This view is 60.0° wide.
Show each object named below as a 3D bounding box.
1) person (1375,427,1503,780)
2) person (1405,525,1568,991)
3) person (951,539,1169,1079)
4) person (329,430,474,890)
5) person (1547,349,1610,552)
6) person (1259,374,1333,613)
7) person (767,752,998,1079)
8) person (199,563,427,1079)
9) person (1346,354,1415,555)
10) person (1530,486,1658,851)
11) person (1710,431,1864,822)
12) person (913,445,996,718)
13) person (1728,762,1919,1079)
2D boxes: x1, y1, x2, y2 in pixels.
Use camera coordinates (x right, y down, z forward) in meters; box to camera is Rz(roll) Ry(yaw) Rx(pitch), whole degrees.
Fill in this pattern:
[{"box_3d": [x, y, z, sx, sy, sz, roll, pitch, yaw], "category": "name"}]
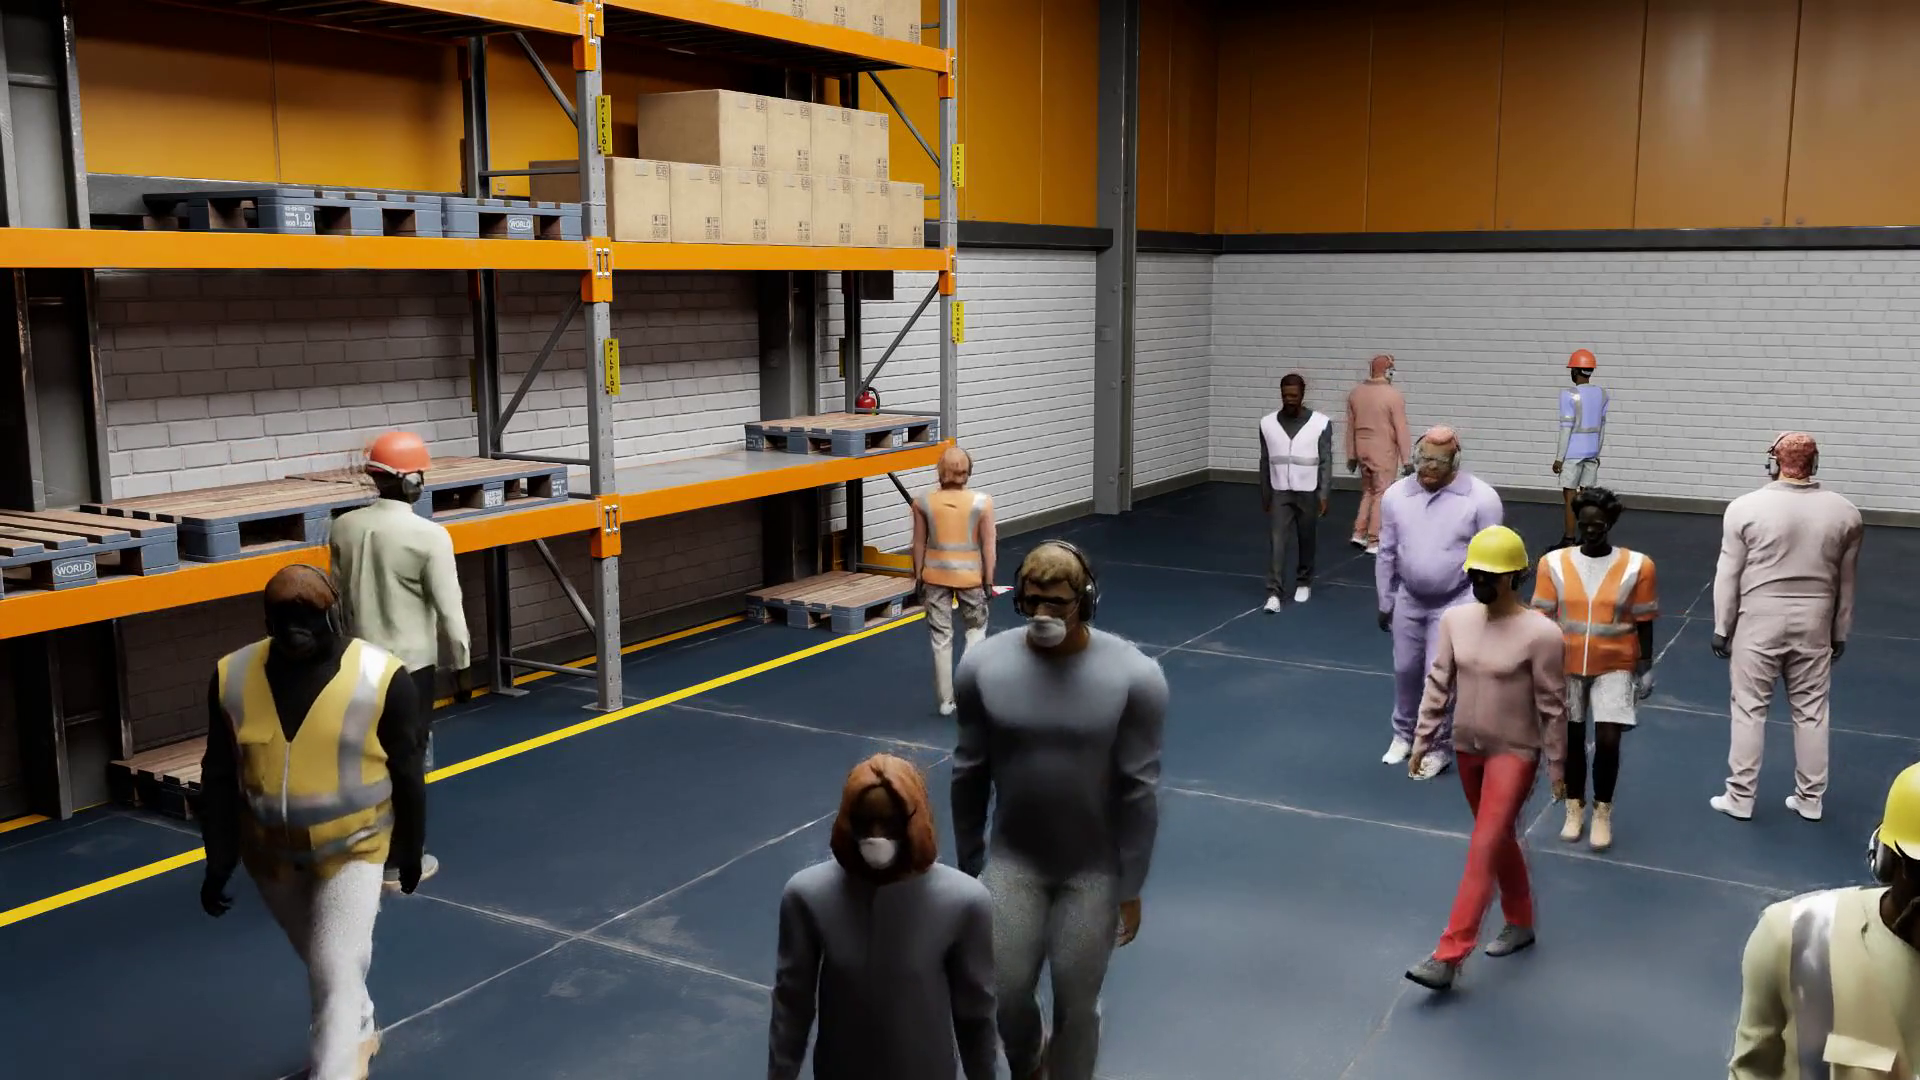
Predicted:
[{"box_3d": [2.505, 0.331, 8.737, 0.682, 1.859, 0.564, 7, 11, 37], "category": "person"}, {"box_3d": [1.948, 0.798, 6.221, 0.895, 1.713, 0.549, -6, 11, -35], "category": "person"}, {"box_3d": [0.282, 0.928, 4.805, 0.629, 1.921, 0.493, 2, 9, 12], "category": "person"}, {"box_3d": [-2.407, 0.510, 7.240, 0.648, 1.971, 0.587, 4, 10, 22], "category": "person"}, {"box_3d": [5.822, -0.824, 15.687, 0.550, 1.937, 0.357, -4, 10, -25], "category": "person"}, {"box_3d": [2.644, -0.379, 13.140, 0.605, 1.863, 1.004, 4, 10, 22], "category": "person"}, {"box_3d": [-0.176, 1.252, 3.810, 0.514, 1.589, 0.842, 2, 9, 12], "category": "person"}, {"box_3d": [-1.973, 0.951, 5.100, 0.617, 1.796, 0.976, 0, 9, 1], "category": "person"}, {"box_3d": [3.958, -0.799, 15.682, 0.422, 1.894, 0.667, -5, 10, -29], "category": "person"}, {"box_3d": [2.874, 0.592, 7.624, 0.559, 1.677, 0.487, 5, 11, 31], "category": "person"}, {"box_3d": [3.985, 0.418, 8.083, 0.644, 1.896, 0.397, 1, 9, 3], "category": "person"}, {"box_3d": [-0.035, 0.251, 9.936, 0.514, 1.627, 0.364, 1, 9, 7], "category": "person"}, {"box_3d": [1.741, 1.252, 3.105, 0.602, 1.817, 0.676, 5, 10, 26], "category": "person"}]
